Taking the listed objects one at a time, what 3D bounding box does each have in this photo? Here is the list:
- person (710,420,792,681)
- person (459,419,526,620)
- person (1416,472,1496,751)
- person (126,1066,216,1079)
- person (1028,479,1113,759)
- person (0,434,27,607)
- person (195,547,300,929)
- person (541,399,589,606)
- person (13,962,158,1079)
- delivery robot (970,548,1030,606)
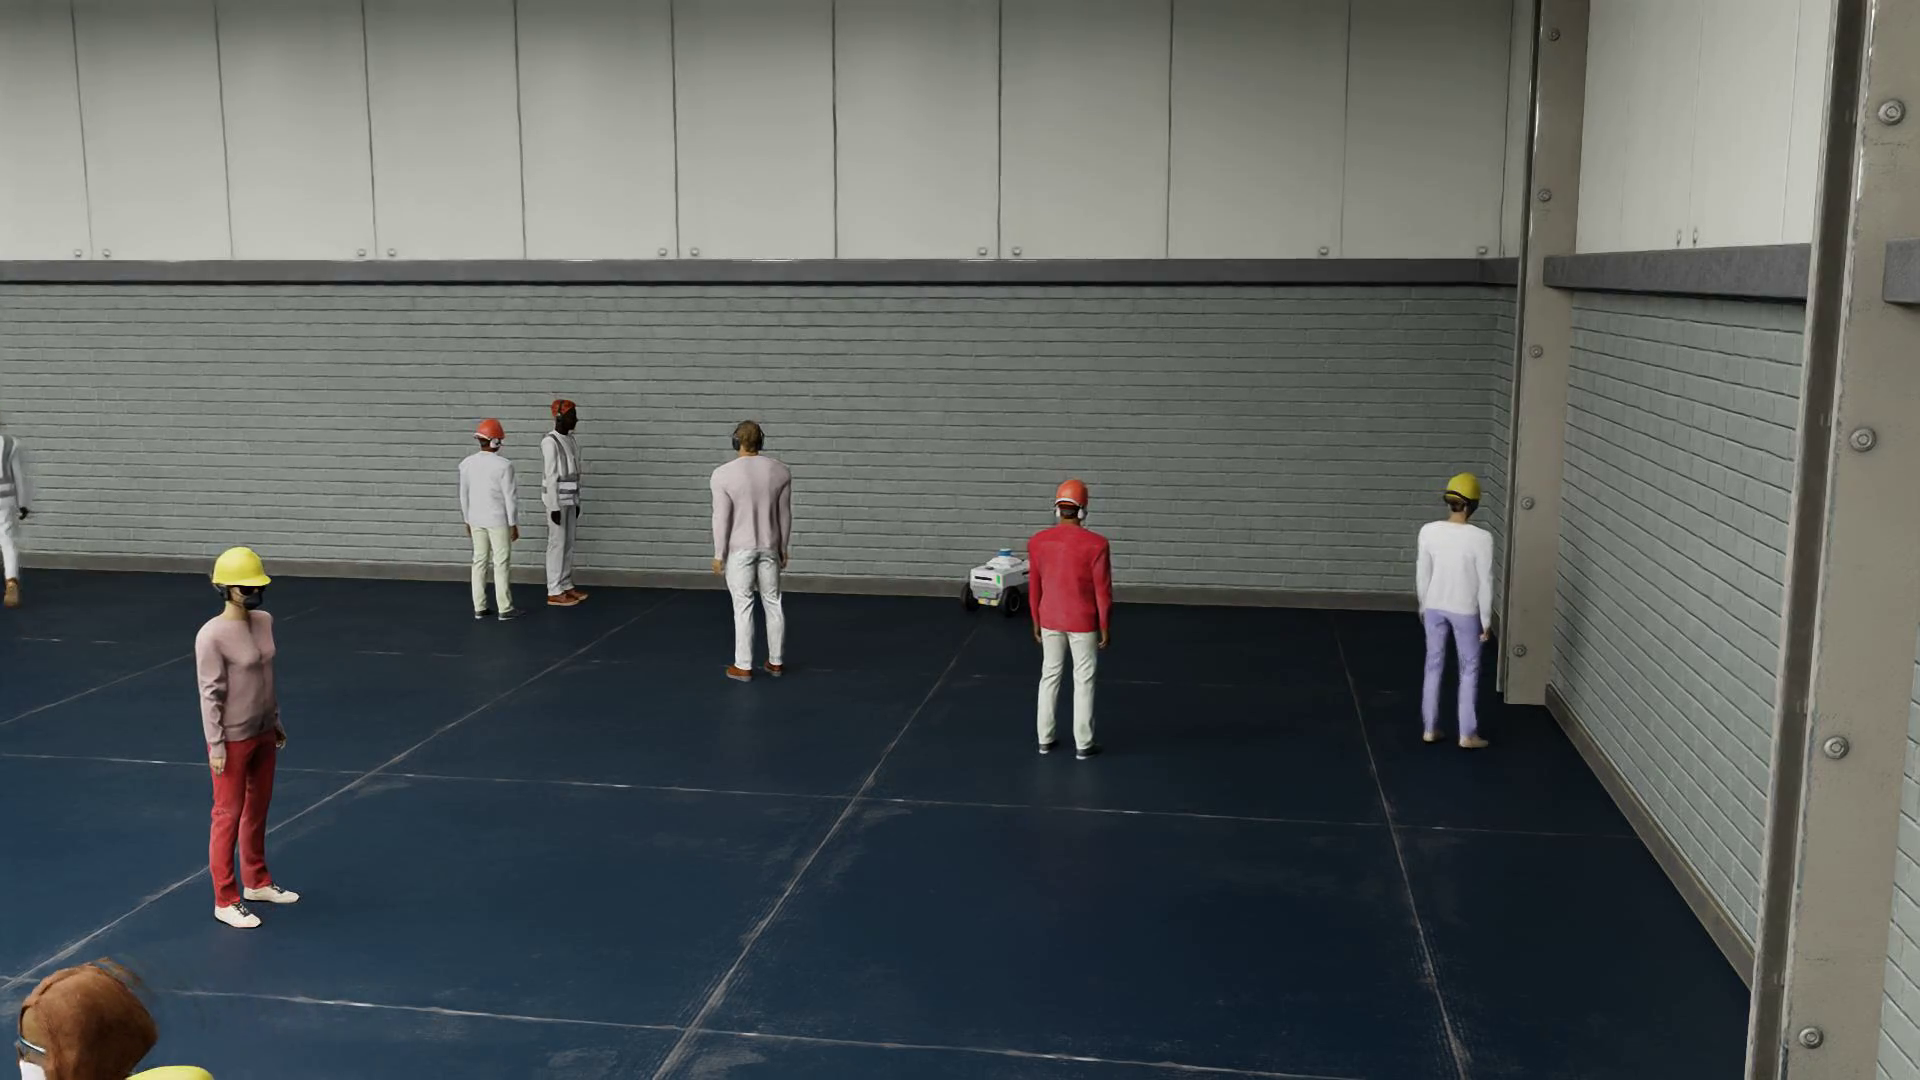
[{"bbox_3d":[-1.545,0.079,12.322,0.628,1.940,0.378,-5,11,-29],"label":"person"},{"bbox_3d":[-4.075,-0.181,14.494,0.564,1.751,0.342,4,10,23],"label":"person"},{"bbox_3d":[3.148,0.450,10.573,0.537,1.767,0.326,9,13,43],"label":"person"},{"bbox_3d":[-1.233,1.704,2.637,0.404,1.827,0.600,-2,9,-12],"label":"person"},{"bbox_3d":[0.703,0.488,10.401,0.565,1.743,0.344,5,10,28],"label":"person"},{"bbox_3d":[-8.753,-0.313,15.031,0.578,1.860,0.876,-6,11,-33],"label":"person"},{"bbox_3d":[-3.318,0.905,7.760,0.325,1.767,0.533,2,9,10],"label":"person"},{"bbox_3d":[-3.610,-0.342,15.130,0.351,1.878,0.568,2,9,11],"label":"person"},{"bbox_3d":[-1.802,1.664,3.498,0.533,1.618,0.345,8,12,41],"label":"person"},{"bbox_3d":[0.397,0.319,14.811,0.477,0.478,0.707,6,11,33],"label":"delivery robot"}]
